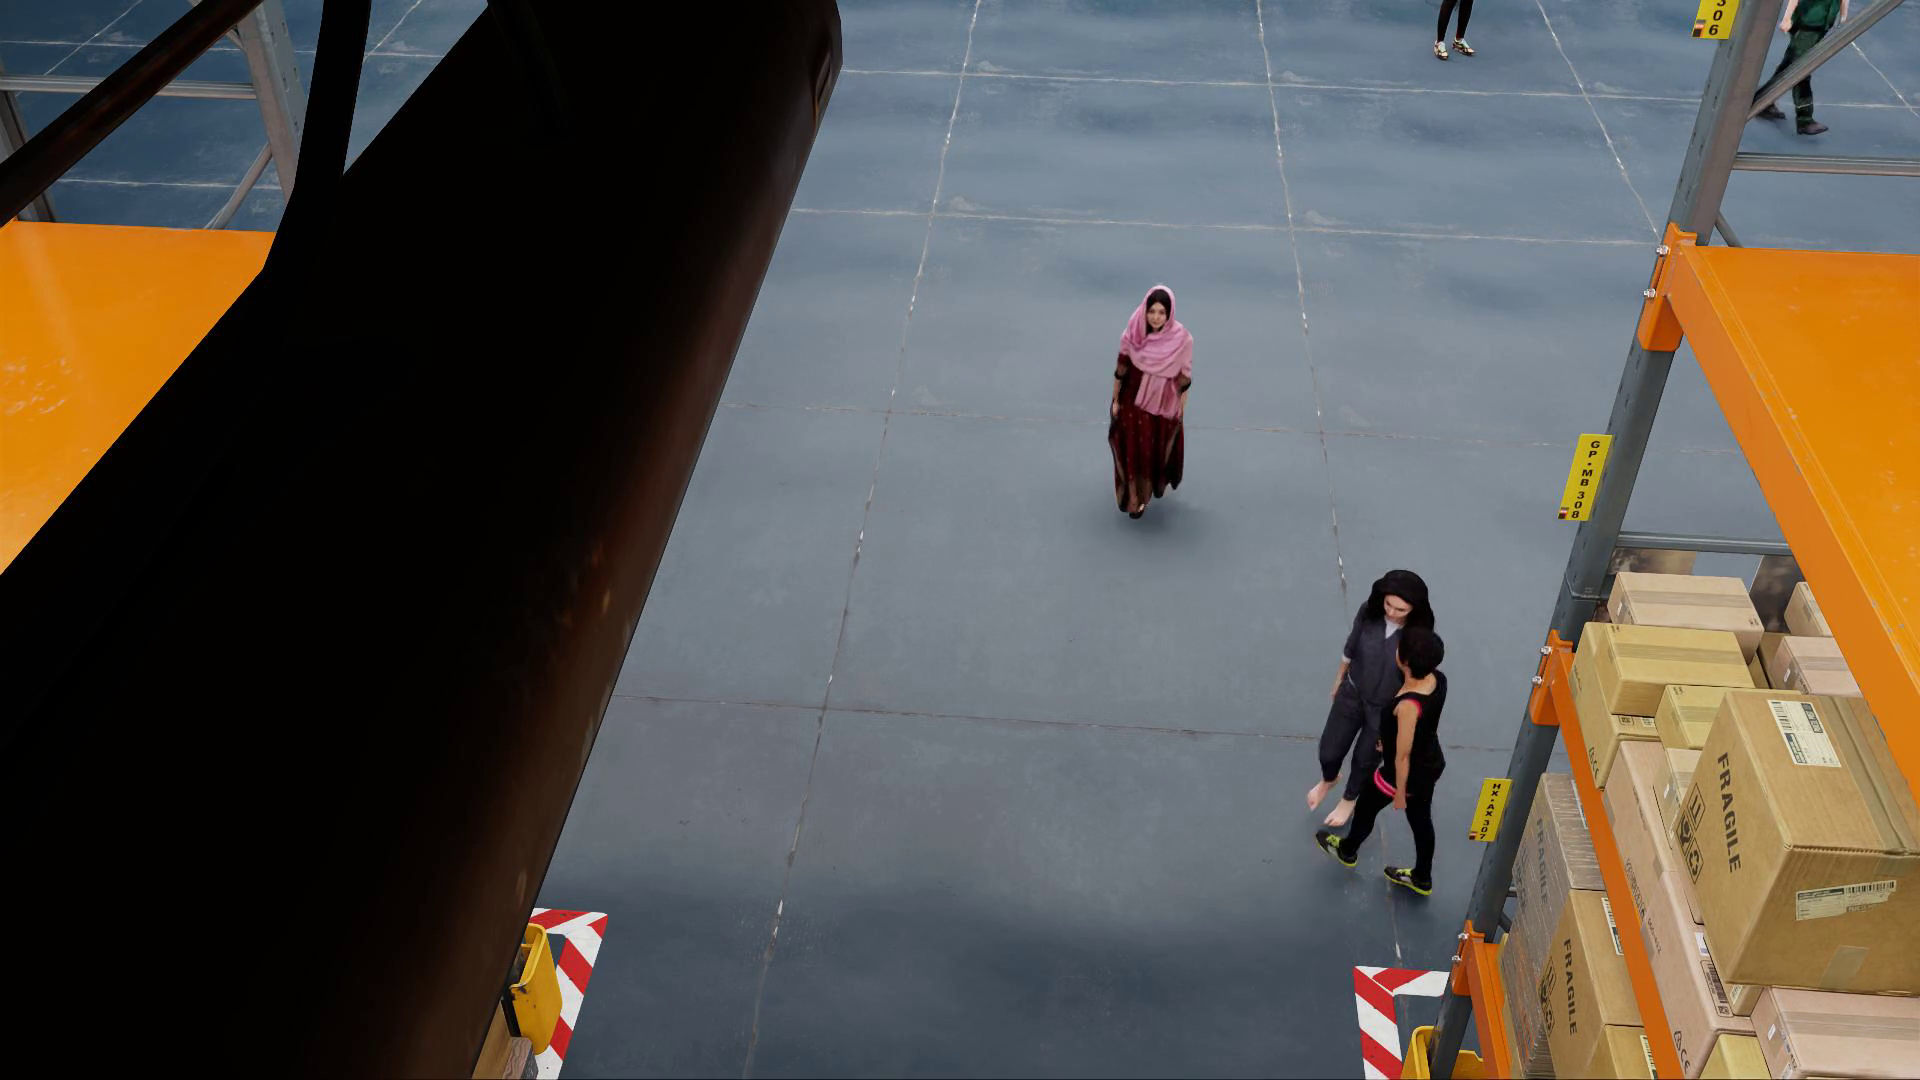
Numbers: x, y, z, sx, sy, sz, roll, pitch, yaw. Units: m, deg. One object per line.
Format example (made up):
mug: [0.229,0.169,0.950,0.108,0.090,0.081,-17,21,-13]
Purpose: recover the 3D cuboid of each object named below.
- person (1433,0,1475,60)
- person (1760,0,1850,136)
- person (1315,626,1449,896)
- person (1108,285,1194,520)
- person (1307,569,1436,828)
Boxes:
person: [4.962,-5.647,16.249,0.693,1.808,0.672,-12,40,-15]
person: [7.565,-4.658,14.935,1.066,1.869,1.215,-18,41,-21]
person: [2.173,1.110,7.841,0.906,1.524,0.875,28,46,31]
person: [1.179,-0.889,10.314,0.706,1.626,0.750,9,39,12]
person: [2.088,0.756,8.124,0.738,1.734,0.760,30,47,33]
